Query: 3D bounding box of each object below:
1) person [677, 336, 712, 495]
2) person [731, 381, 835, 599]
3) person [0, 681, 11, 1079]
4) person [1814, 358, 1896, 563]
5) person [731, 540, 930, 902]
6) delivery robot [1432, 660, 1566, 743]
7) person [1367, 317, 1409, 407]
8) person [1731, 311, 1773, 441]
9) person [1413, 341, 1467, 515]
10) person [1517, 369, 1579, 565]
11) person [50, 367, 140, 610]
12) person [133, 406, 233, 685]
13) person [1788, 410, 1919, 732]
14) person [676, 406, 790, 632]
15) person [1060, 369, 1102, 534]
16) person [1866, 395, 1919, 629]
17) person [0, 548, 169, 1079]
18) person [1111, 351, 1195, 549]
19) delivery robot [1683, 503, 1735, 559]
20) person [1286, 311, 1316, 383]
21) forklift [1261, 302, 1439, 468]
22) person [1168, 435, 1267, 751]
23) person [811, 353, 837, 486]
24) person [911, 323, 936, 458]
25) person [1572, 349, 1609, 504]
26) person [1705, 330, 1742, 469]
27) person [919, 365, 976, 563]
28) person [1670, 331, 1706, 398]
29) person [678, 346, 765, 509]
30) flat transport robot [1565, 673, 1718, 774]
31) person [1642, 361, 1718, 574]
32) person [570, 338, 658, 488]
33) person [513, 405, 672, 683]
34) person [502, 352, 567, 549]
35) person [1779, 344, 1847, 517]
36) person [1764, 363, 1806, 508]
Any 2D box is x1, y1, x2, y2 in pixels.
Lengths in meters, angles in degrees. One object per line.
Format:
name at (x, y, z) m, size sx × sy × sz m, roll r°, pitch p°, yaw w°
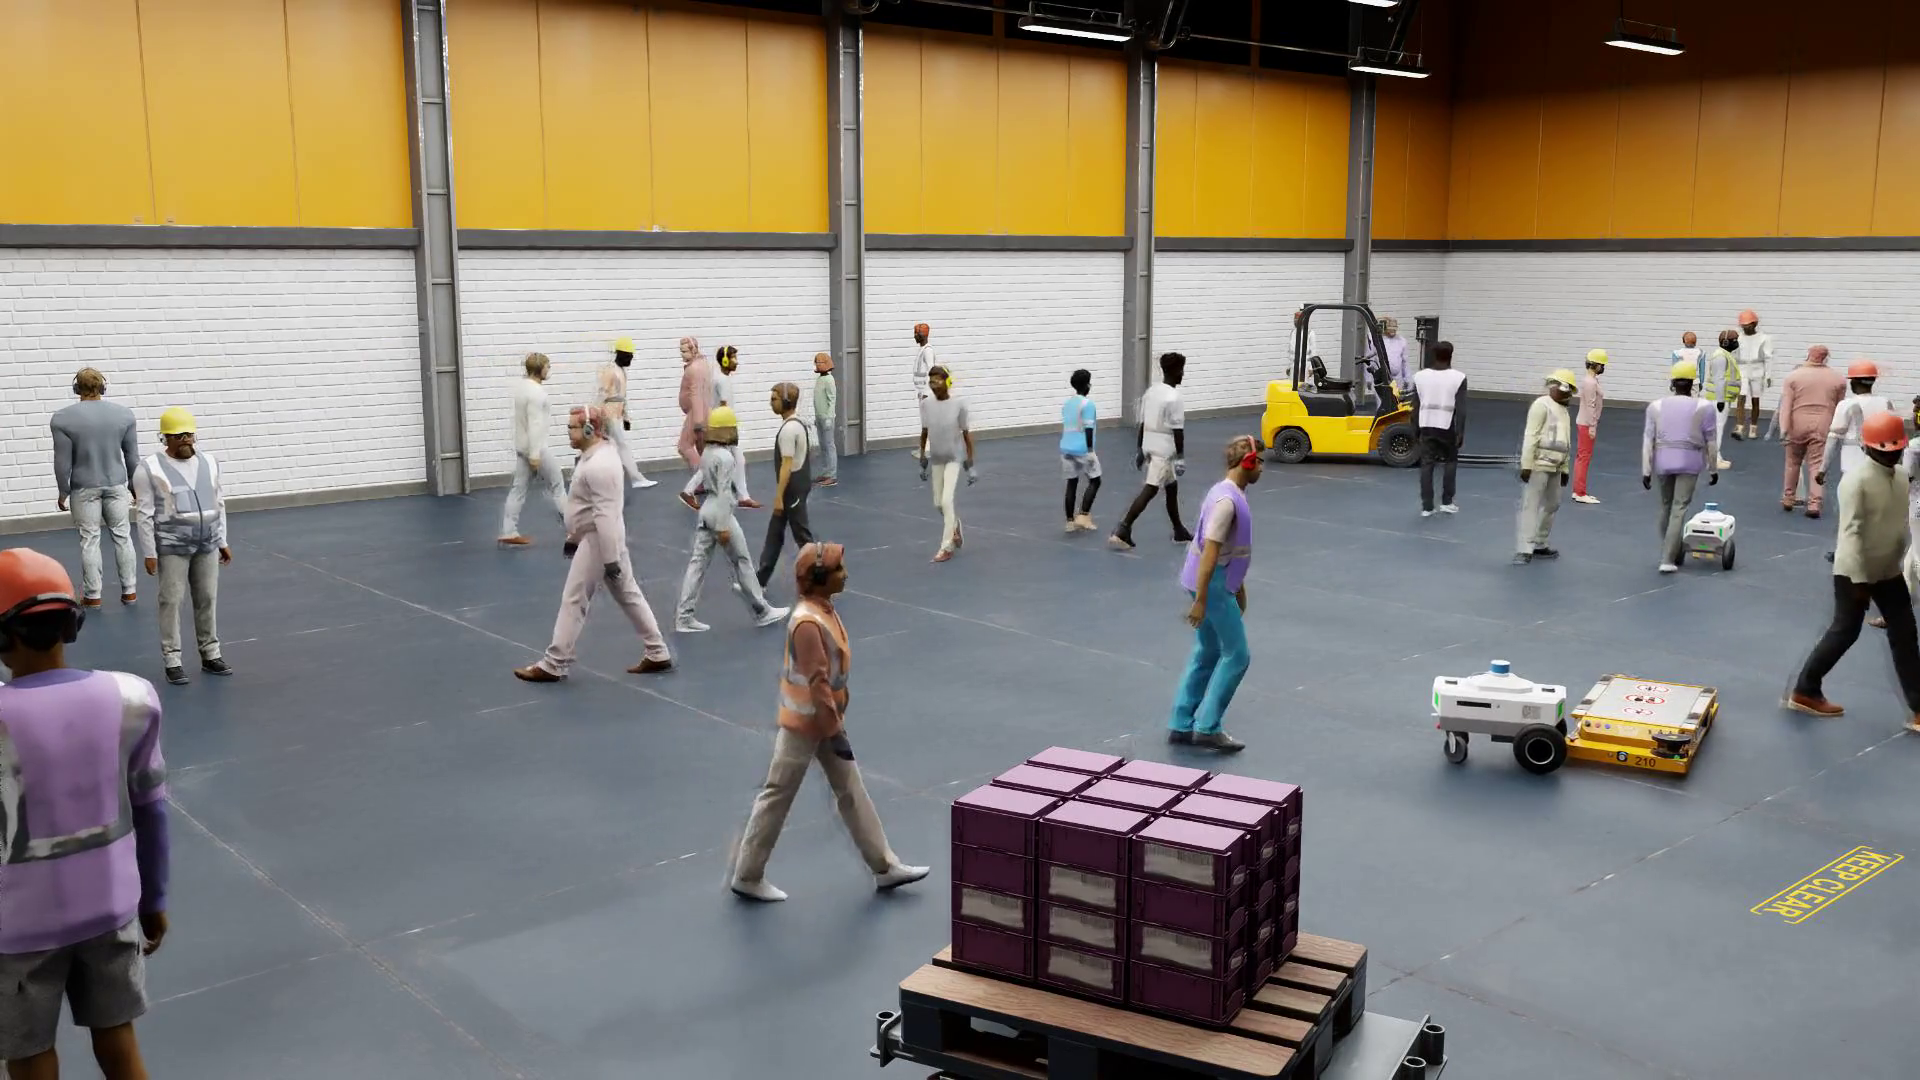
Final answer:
person at (-3.092, -1.434, 19.448) m, size 0.442 × 1.880 × 0.716 m, roll 0°, pitch 10°, yaw 1°
person at (-1.438, -0.398, 13.640) m, size 0.877 × 1.801 × 0.535 m, roll 0°, pitch 10°, yaw -2°
person at (-3.031, 1.065, 4.932) m, size 0.636 × 1.842 × 0.429 m, roll 0°, pitch 10°, yaw 2°
person at (7.953, -0.664, 14.856) m, size 0.567 × 1.899 × 0.839 m, roll -3°, pitch 10°, yaw -15°
person at (-0.602, 0.798, 7.204) m, size 0.875 × 1.594 × 0.508 m, roll 1°, pitch 10°, yaw 6°
delivery robot at (3.005, 0.916, 9.293) m, size 0.707 × 0.478 × 0.477 m, roll 3°, pitch 10°, yaw 19°
person at (6.645, -2.524, 25.838) m, size 0.659 × 1.884 × 0.797 m, roll -2°, pitch 10°, yaw -9°
person at (12.027, -2.492, 25.359) m, size 0.641 × 1.964 × 1.070 m, roll 6°, pitch 12°, yaw 32°
person at (5.254, -1.222, 18.161) m, size 0.612 × 1.899 × 0.654 m, roll 6°, pitch 11°, yaw 32°
person at (5.357, -0.662, 15.253) m, size 0.701 × 1.783 × 0.406 m, roll -9°, pitch 13°, yaw -43°
person at (-6.887, -0.413, 13.301) m, size 0.635 × 1.938 × 0.360 m, roll -8°, pitch 13°, yaw -41°
person at (-5.126, 0.027, 11.035) m, size 0.404 × 1.830 × 0.600 m, roll 7°, pitch 12°, yaw 36°
person at (5.440, 0.187, 9.895) m, size 0.631 × 1.929 × 0.932 m, roll -5°, pitch 11°, yaw -28°
person at (-1.761, -0.159, 12.501) m, size 0.891 × 1.687 × 0.506 m, roll -6°, pitch 11°, yaw -30°
person at (1.205, -0.899, 16.920) m, size 0.398 × 1.668 × 0.535 m, roll -7°, pitch 12°, yaw -36°
person at (7.080, -0.149, 12.129) m, size 0.555 × 1.830 × 0.916 m, roll -4°, pitch 10°, yaw -21°
person at (-2.503, 1.029, 4.603) m, size 0.408 × 2.033 × 0.607 m, roll 7°, pitch 12°, yaw 37°
person at (1.887, -0.862, 16.031) m, size 1.030 × 1.917 × 0.612 m, roll -4°, pitch 11°, yaw -23°
delivery robot at (6.848, -0.092, 15.195) m, size 0.477 × 0.478 × 0.707 m, roll 6°, pitch 12°, yaw 32°
person at (5.796, -2.952, 28.326) m, size 0.339 × 1.882 × 0.581 m, roll -7°, pitch 12°, yaw -36°
forklift at (5.320, -2.157, 22.763) m, size 2.313 × 2.155 × 1.214 m, roll 3°, pitch 10°, yaw 16°
person at (1.464, 0.304, 9.482) m, size 0.543 × 1.801 × 0.581 m, roll 1°, pitch 10°, yaw 7°
person at (-1.679, -1.487, 20.477) m, size 0.279 × 1.634 × 0.499 m, roll -4°, pitch 11°, yaw -25°
person at (-0.496, -2.088, 23.263) m, size 0.355 × 1.886 × 0.572 m, roll -2°, pitch 10°, yaw -9°
person at (7.212, -1.302, 19.025) m, size 0.318 × 1.764 × 0.522 m, roll 2°, pitch 10°, yaw 14°
person at (10.164, -1.875, 22.147) m, size 0.430 × 1.845 × 0.624 m, roll 6°, pitch 11°, yaw 31°
person at (-0.097, -0.737, 15.549) m, size 0.577 × 1.832 × 0.809 m, roll 4°, pitch 11°, yaw 25°
person at (11.369, -2.435, 26.005) m, size 0.514 × 1.645 × 0.308 m, roll 1°, pitch 10°, yaw 8°
person at (-2.687, -1.237, 18.455) m, size 0.913 × 1.836 × 0.520 m, roll 1°, pitch 10°, yaw 3°
flat transport robot at (3.977, 1.039, 9.677) m, size 0.652 × 0.197 × 1.431 m, roll 6°, pitch 11°, yaw 30°
person at (6.490, -0.666, 14.974) m, size 0.596 × 1.875 × 0.992 m, roll 8°, pitch 13°, yaw 39°
person at (-4.253, -1.524, 20.121) m, size 1.063 × 1.842 × 0.595 m, roll 0°, pitch 10°, yaw -1°
person at (-2.418, 0.021, 11.040) m, size 1.024 × 1.850 × 0.646 m, roll -1°, pitch 10°, yaw -6°
person at (-4.010, -0.866, 16.092) m, size 1.000 × 1.885 × 0.658 m, roll -5°, pitch 11°, yaw -28°
person at (9.256, -1.193, 18.122) m, size 0.671 × 1.857 × 0.976 m, roll 3°, pitch 10°, yaw 17°
person at (9.402, -1.183, 18.782) m, size 0.518 × 1.607 × 0.621 m, roll -3°, pitch 10°, yaw -19°
